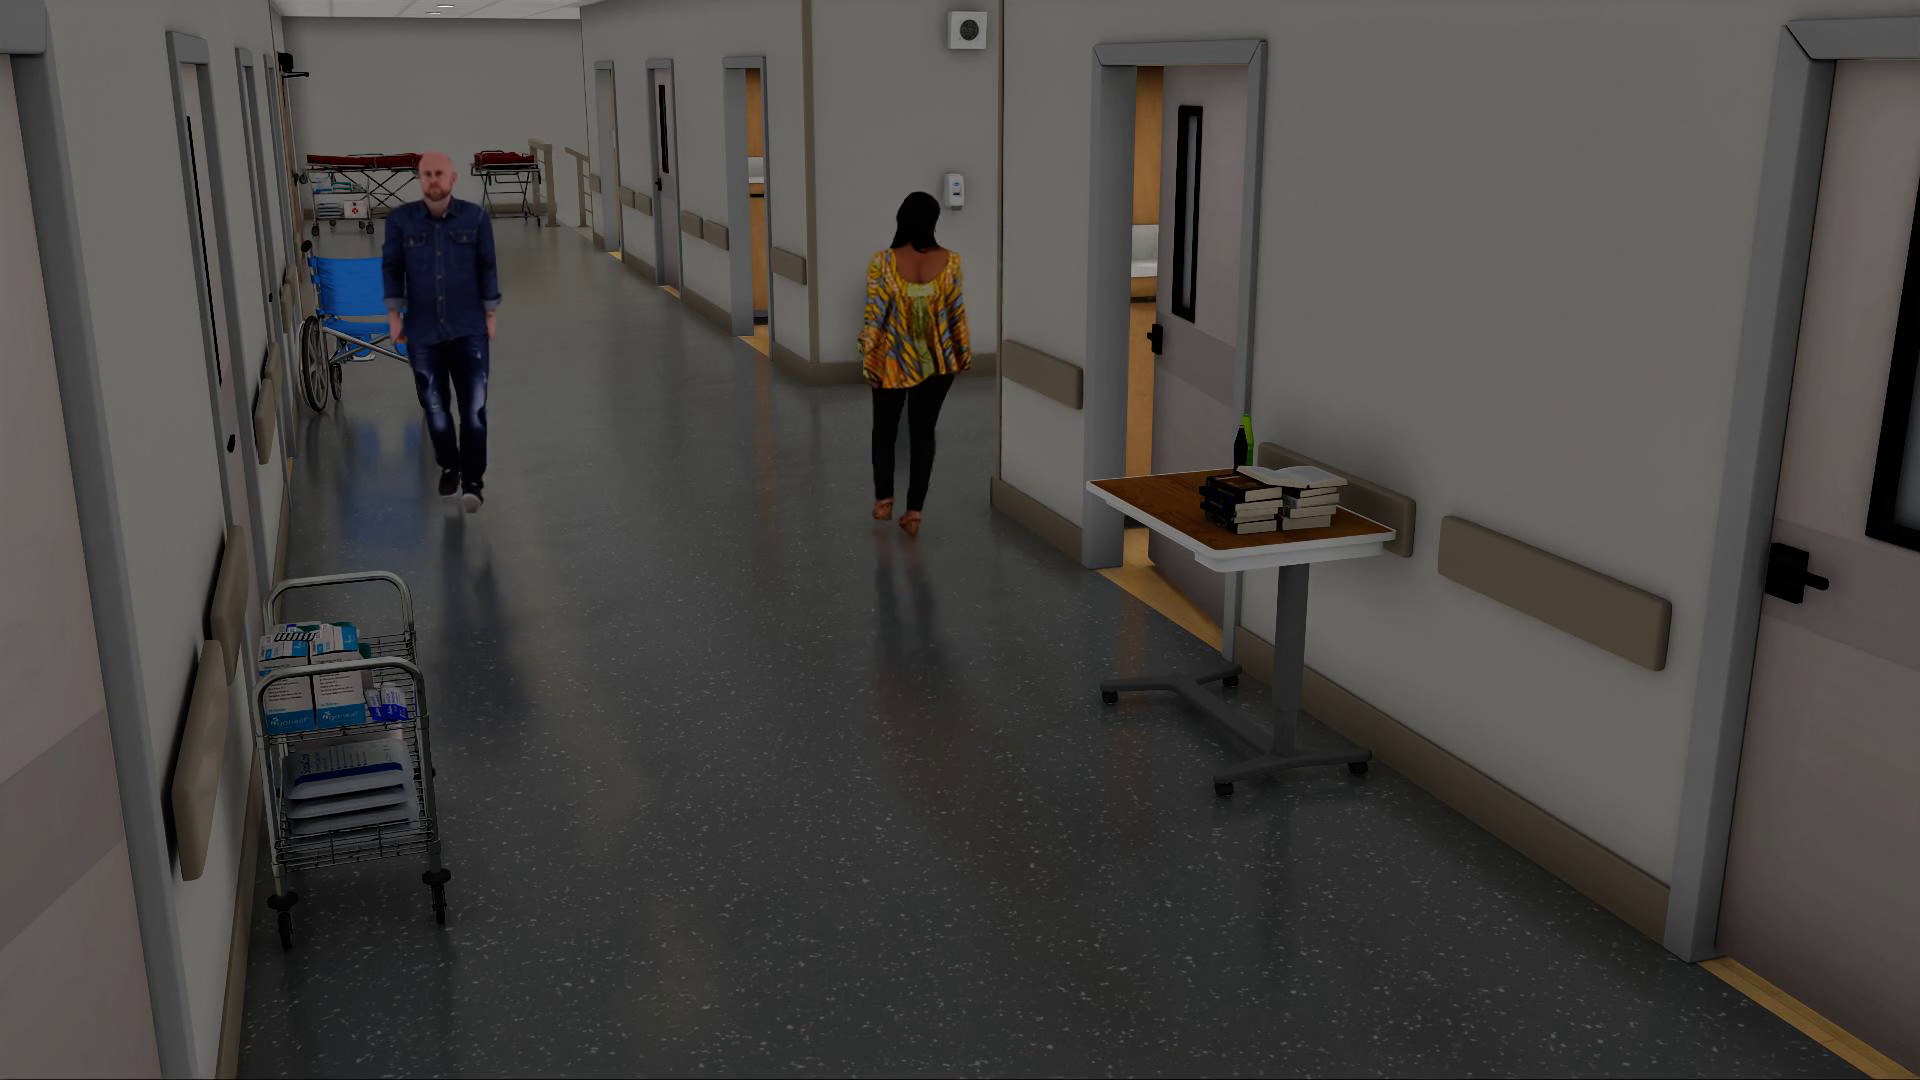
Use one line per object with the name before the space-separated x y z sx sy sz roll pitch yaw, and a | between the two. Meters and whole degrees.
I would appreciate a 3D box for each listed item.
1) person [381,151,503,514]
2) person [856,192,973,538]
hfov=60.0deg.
person | -2.630 -1.048 8.520 0.850 1.783 1.202 -3 16 -10
person | -0.209 -0.816 7.964 0.757 1.637 0.785 -5 16 -17
